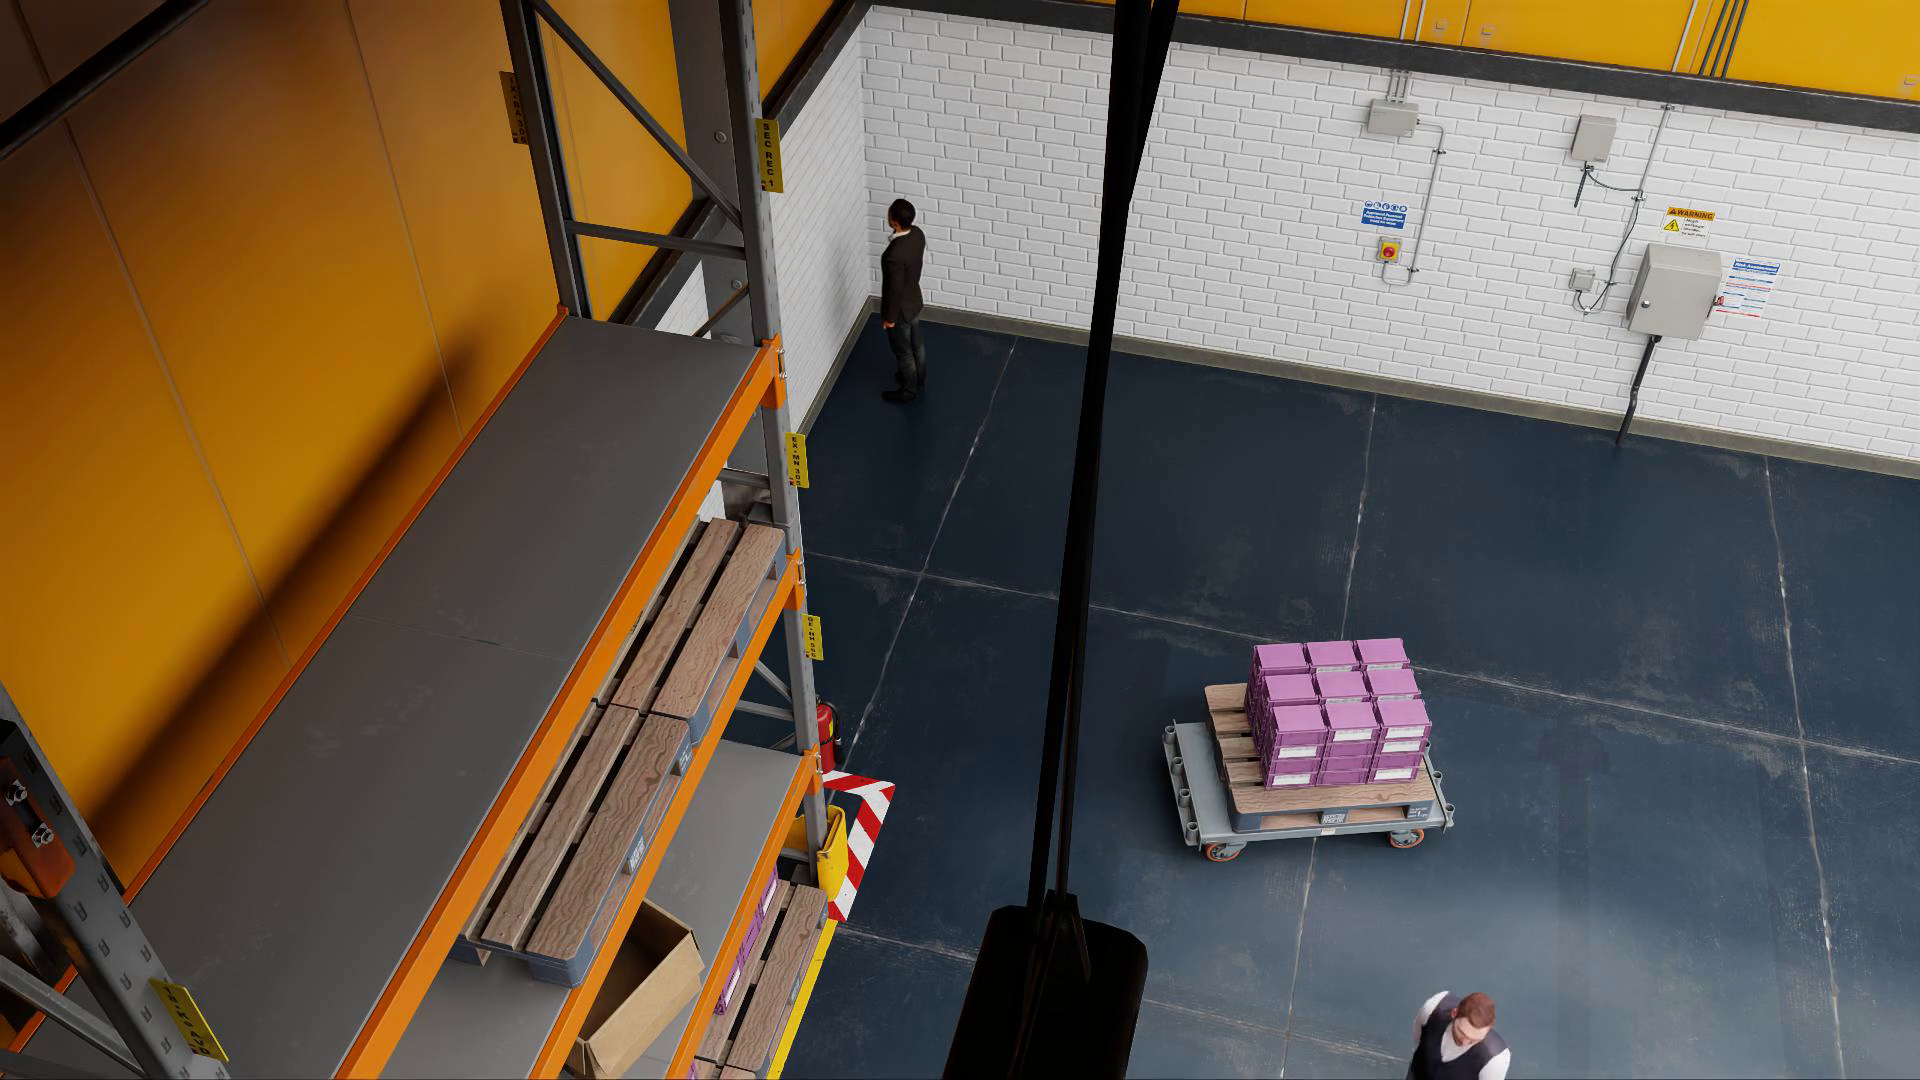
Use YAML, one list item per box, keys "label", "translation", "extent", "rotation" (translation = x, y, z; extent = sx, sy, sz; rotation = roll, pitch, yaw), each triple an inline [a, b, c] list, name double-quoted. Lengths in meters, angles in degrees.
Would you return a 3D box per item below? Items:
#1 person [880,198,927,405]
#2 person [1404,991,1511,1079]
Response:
- label: "person"
  translation: [-0.437, -1.854, 12.917]
  extent: [0.774, 1.804, 0.502]
  rotation: [15, 46, 15]
- label: "person"
  translation: [2.427, 2.611, 8.159]
  extent: [1.140, 1.902, 0.985]
  rotation: [-28, 50, -27]
